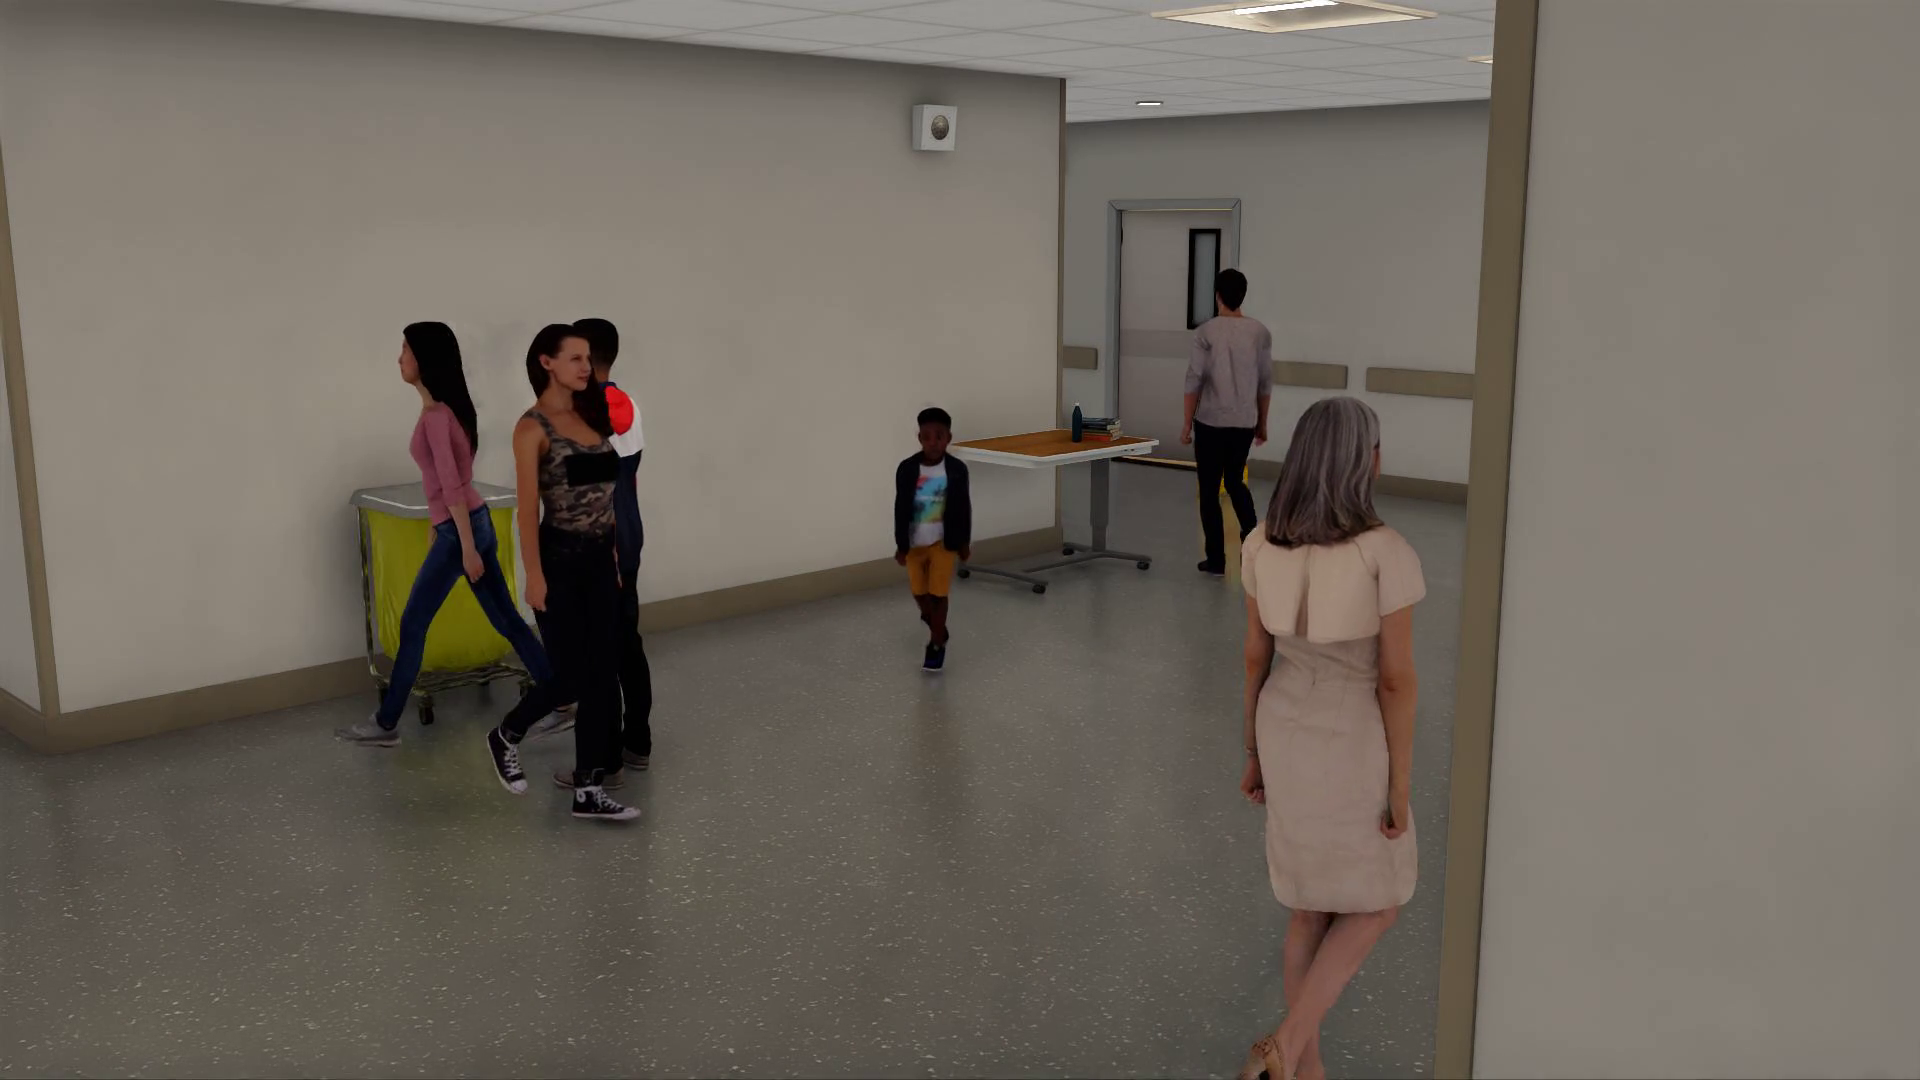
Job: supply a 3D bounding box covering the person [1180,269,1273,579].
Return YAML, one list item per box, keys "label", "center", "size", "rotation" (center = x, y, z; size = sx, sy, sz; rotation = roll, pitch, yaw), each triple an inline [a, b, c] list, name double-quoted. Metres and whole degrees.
- label: "person"
  center: [1.613, -0.670, 9.845]
  size: [0.804, 1.830, 0.837]
  rotation: [-4, 11, -18]

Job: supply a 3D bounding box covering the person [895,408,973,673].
- label: "person"
  center: [-0.130, -0.017, 7.990]
  size: [0.855, 1.239, 0.890]
  rotation: [0, 11, 2]

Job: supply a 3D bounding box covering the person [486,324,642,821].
- label: "person"
  center: [-1.424, 0.132, 5.818]
  size: [0.924, 1.758, 0.781]
  rotation: [5, 12, 24]

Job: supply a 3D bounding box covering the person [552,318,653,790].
- label: "person"
  center: [-1.350, 0.048, 6.258]
  size: [0.707, 1.757, 0.718]
  rotation: [4, 11, 18]

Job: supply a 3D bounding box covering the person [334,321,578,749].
- label: "person"
  center: [-1.886, 0.028, 6.559]
  size: [1.101, 1.685, 1.172]
  rotation: [-2, 11, -11]

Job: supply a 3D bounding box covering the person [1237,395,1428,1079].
- label: "person"
  center: [0.761, 0.564, 3.640]
  size: [0.674, 1.720, 0.665]
  rotation: [10, 14, 41]
